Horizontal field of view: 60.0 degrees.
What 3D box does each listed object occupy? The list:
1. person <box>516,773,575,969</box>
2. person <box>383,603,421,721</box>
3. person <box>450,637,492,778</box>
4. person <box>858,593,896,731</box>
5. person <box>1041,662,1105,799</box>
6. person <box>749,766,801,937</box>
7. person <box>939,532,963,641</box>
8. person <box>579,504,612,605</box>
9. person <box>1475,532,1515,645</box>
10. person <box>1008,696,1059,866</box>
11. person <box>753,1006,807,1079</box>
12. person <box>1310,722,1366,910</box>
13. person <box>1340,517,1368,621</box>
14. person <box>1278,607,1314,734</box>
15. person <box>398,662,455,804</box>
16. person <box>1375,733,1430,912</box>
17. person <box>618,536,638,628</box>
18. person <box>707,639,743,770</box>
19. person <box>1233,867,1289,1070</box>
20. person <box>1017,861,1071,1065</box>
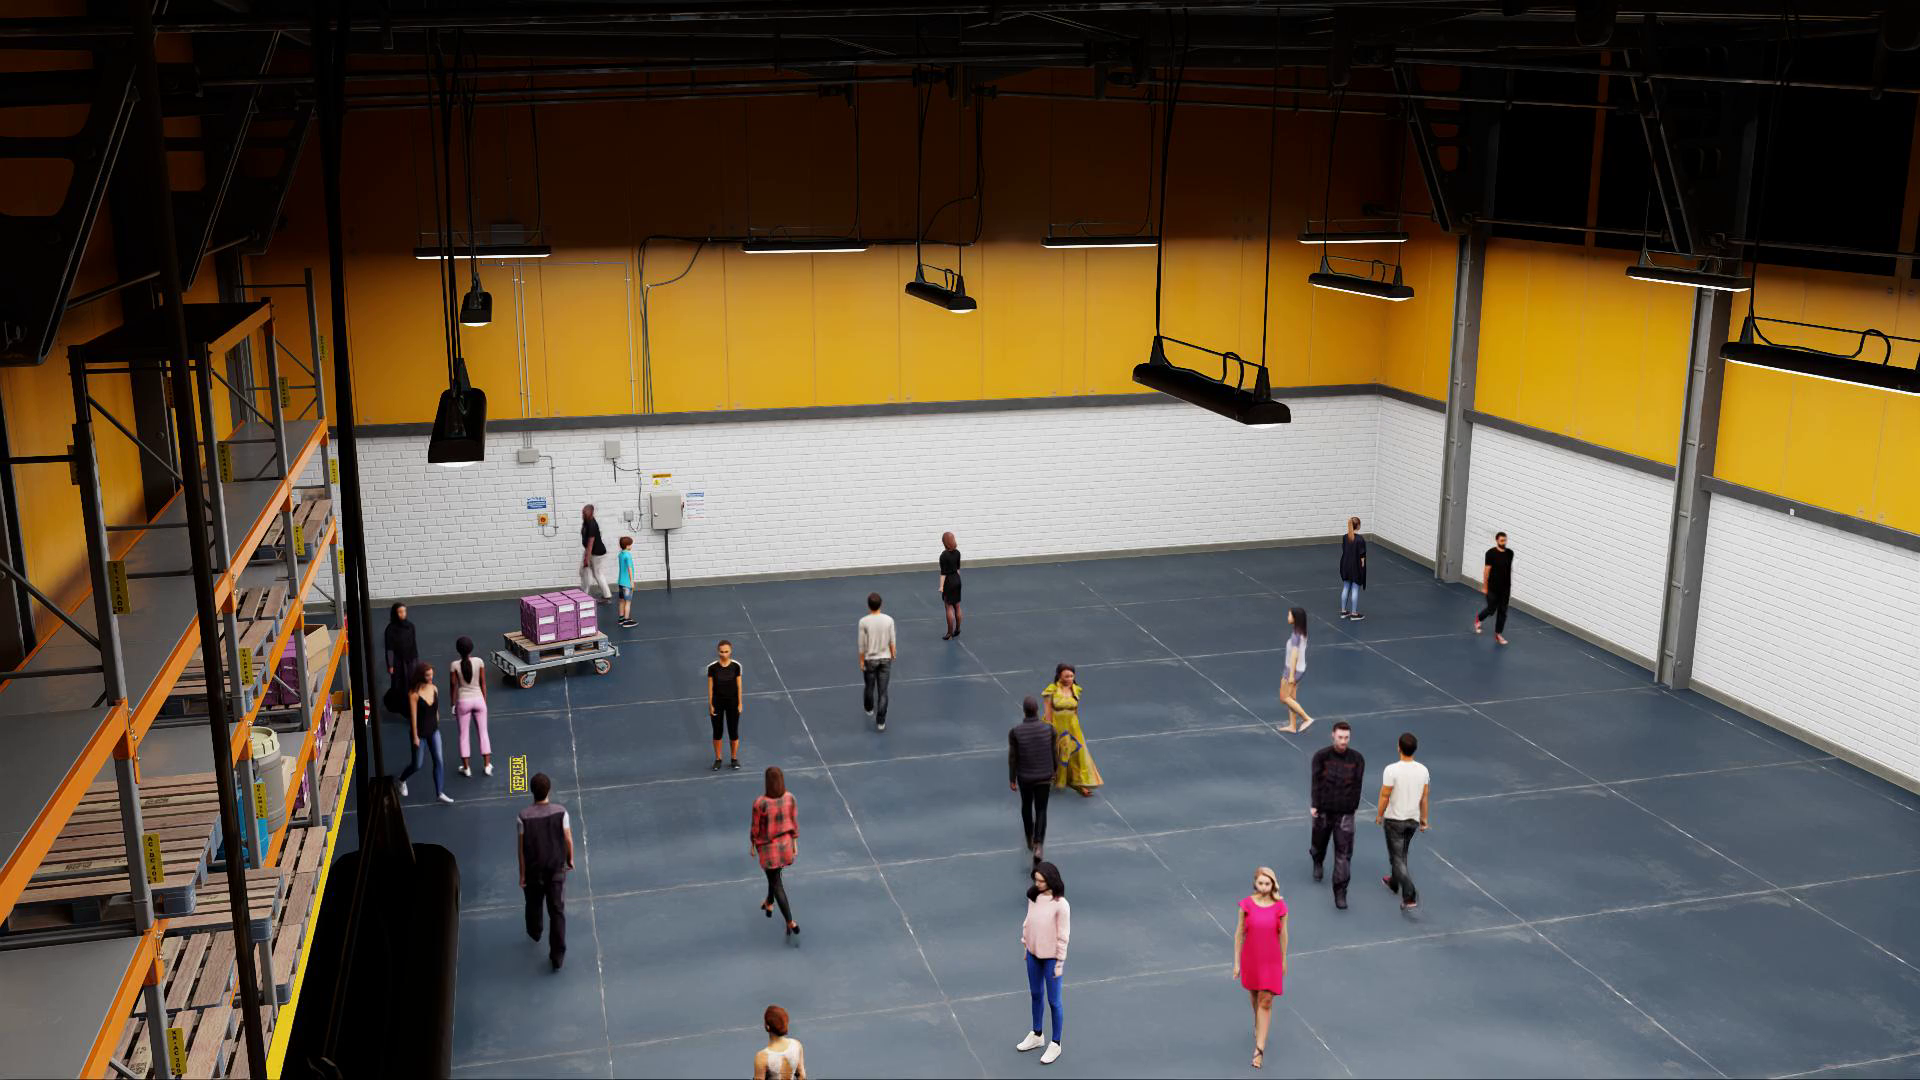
[{"bbox_3d":[-3.864,3.122,15.548,0.741,1.808,1.125,-5,15,-20],"label":"person"},{"bbox_3d":[-7.461,1.616,22.213,1.051,1.599,0.881,13,19,43],"label":"person"},{"bbox_3d":[-5.971,2.013,20.275,0.606,1.739,0.569,-6,15,-22],"label":"person"},{"bbox_3d":[-1.068,1.620,21.824,0.744,1.773,1.091,-2,14,-7],"label":"person"},{"bbox_3d":[1.140,2.222,19.671,0.919,1.616,1.253,-6,15,-23],"label":"person"},{"bbox_3d":[-1.766,3.048,16.157,0.834,1.665,1.173,-8,16,-31],"label":"person"},{"bbox_3d":[-0.133,0.704,25.755,0.677,1.704,0.663,12,18,41],"label":"person"},{"bbox_3d":[-6.022,0.244,27.562,0.897,1.748,0.911,-4,14,-15],"label":"person"},{"bbox_3d":[8.257,0.708,25.658,0.632,1.741,0.907,-4,14,-16],"label":"person"},{"bbox_3d":[0.797,2.590,17.760,0.923,1.800,1.256,1,14,3],"label":"person"},{"bbox_3d":[-1.233,4.114,11.843,0.824,1.623,0.971,-13,19,-43],"label":"person"},{"bbox_3d":[3.800,2.740,16.963,1.008,1.884,1.254,2,14,10],"label":"person"},{"bbox_3d":[6.340,0.447,26.855,0.765,1.684,0.630,-10,17,-36],"label":"person"},{"bbox_3d":[4.410,1.715,21.541,0.837,1.722,0.782,5,15,21],"label":"person"},{"bbox_3d":[-6.292,2.247,19.392,1.069,1.699,0.976,8,16,31],"label":"person"},{"bbox_3d":[4.479,2.856,16.717,0.647,1.775,1.078,-4,14,-17],"label":"person"},{"bbox_3d":[-5.343,0.651,26.524,0.642,1.444,0.535,-9,16,-34],"label":"person"},{"bbox_3d":[-2.891,2.007,20.457,0.608,1.663,0.577,-2,14,-6],"label":"person"},{"bbox_3d":[2.558,3.534,14.095,0.936,1.689,1.125,4,14,16],"label":"person"},{"bbox_3d":[0.726,3.517,14.006,0.782,1.766,0.650,-12,18,-41],"label":"person"}]
